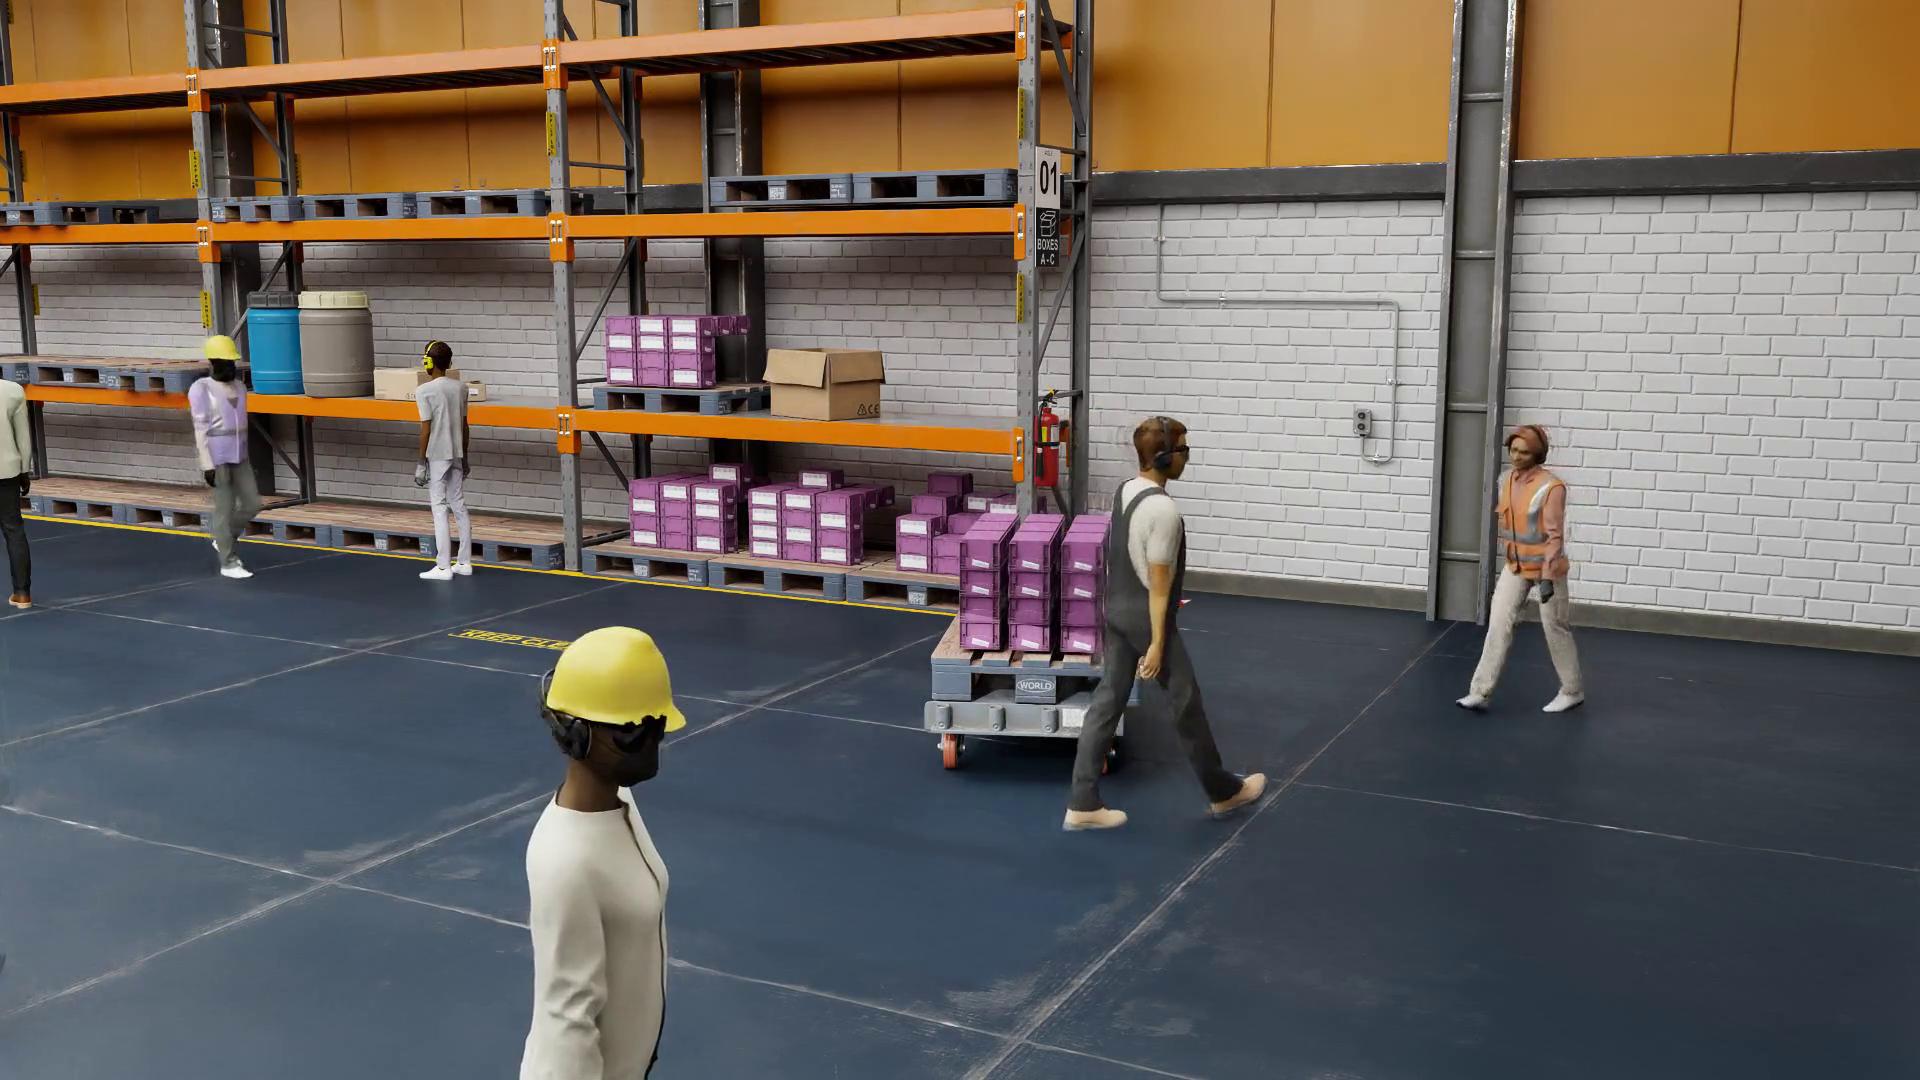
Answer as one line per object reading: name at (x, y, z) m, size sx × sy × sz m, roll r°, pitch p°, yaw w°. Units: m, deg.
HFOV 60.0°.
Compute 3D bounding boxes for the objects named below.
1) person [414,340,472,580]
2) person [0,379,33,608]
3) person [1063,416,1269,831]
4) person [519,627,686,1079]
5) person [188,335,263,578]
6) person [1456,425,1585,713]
person at (-4.052, -0.622, 13.014) m, size 0.328 × 1.872 × 0.515 m, roll 5°, pitch 11°, yaw 29°
person at (-6.860, -0.475, 11.711) m, size 0.375 × 1.997 × 0.612 m, roll 7°, pitch 12°, yaw 37°
person at (0.877, 0.362, 7.169) m, size 0.959 × 1.793 × 0.513 m, roll -4°, pitch 10°, yaw -24°
person at (-0.660, 1.029, 3.158) m, size 0.324 × 1.764 × 0.533 m, roll -1°, pitch 9°, yaw -3°
person at (-5.746, -0.642, 13.009) m, size 0.444 × 1.911 × 0.593 m, roll 4°, pitch 10°, yaw 22°
person at (3.051, 0.174, 8.933) m, size 0.863 × 1.593 × 0.541 m, roll -4°, pitch 10°, yaw -24°
